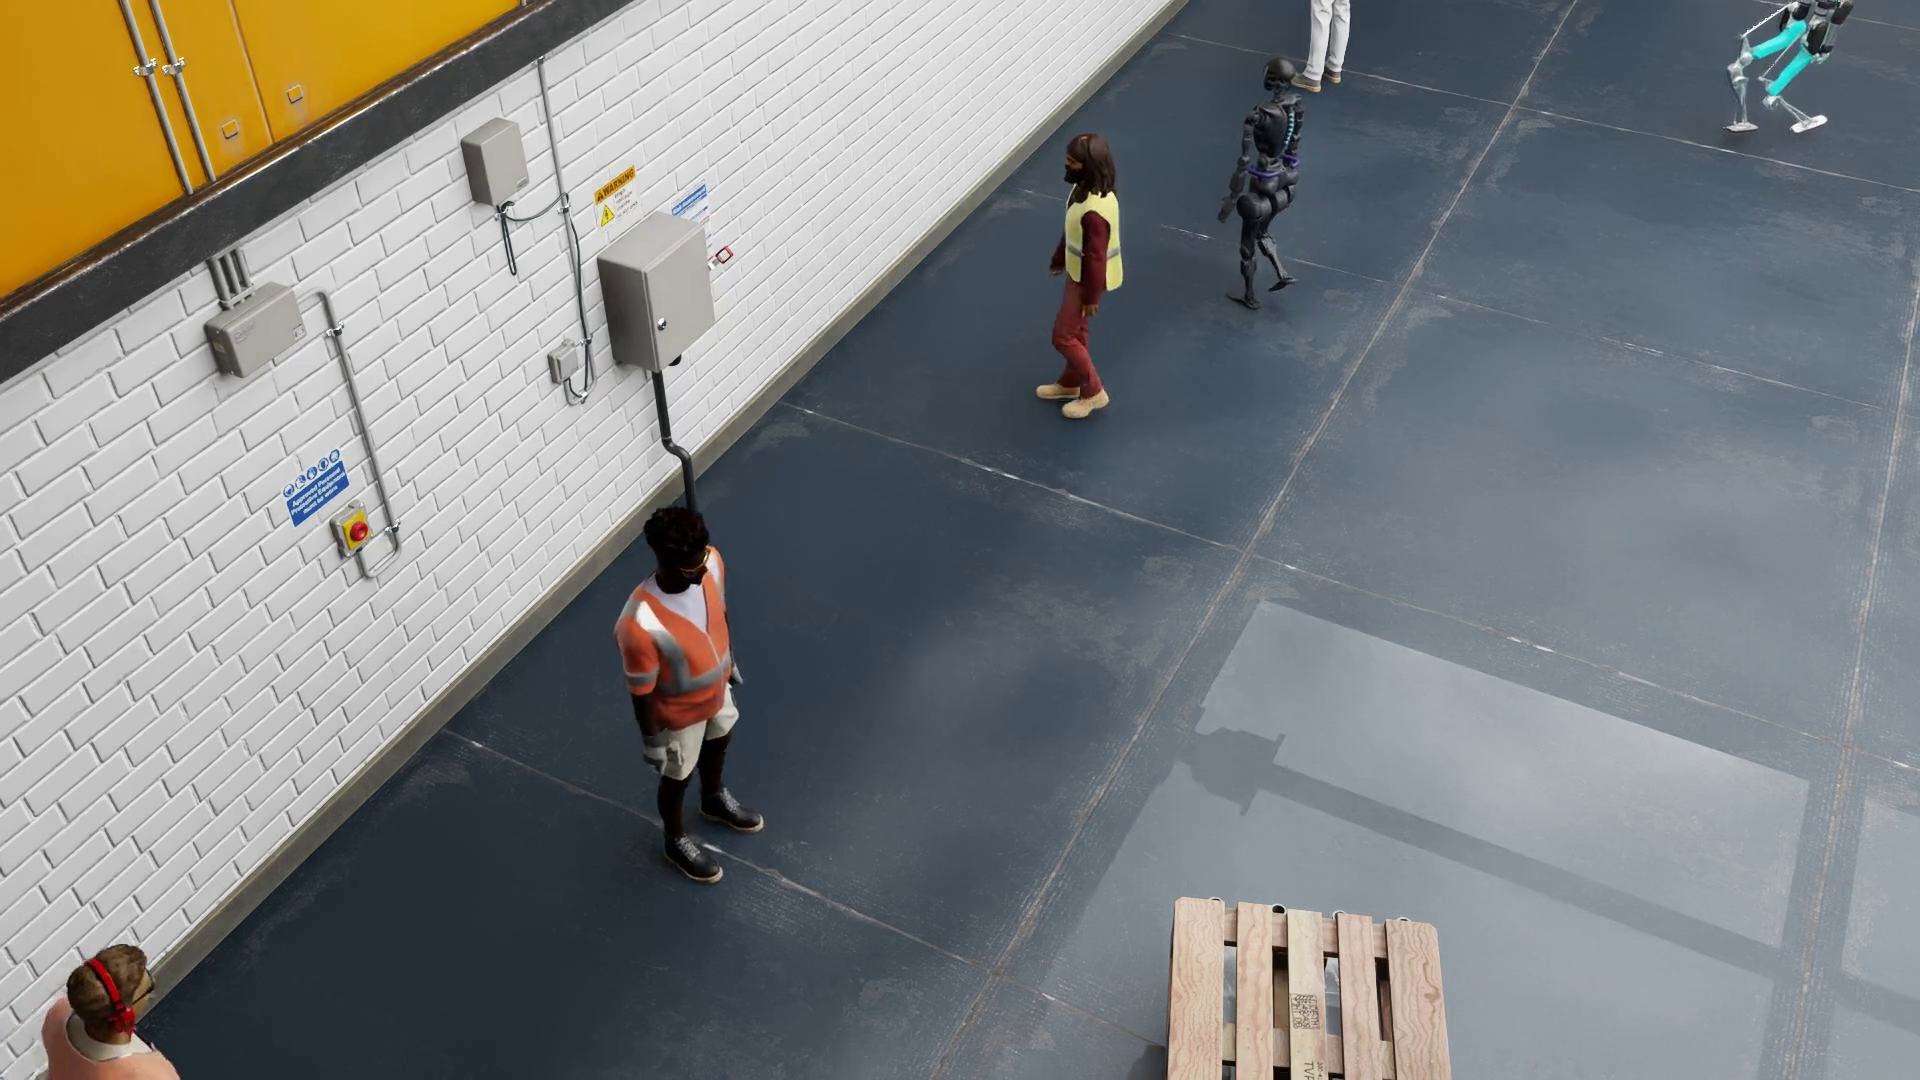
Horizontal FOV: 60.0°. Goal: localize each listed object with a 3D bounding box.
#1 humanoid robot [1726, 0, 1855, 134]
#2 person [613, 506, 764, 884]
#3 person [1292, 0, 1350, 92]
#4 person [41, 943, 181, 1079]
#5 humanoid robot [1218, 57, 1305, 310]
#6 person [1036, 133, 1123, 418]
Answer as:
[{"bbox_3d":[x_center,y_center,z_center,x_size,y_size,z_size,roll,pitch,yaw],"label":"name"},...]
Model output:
[{"bbox_3d":[5.978,-3.645,11.934,1.012,1.736,0.547,-9,42,-10],"label":"humanoid robot"},{"bbox_3d":[-1.105,0.632,6.816,0.379,1.957,0.619,20,45,21],"label":"person"},{"bbox_3d":[2.844,-4.358,12.655,0.582,1.882,0.349,-27,48,-28],"label":"person"},{"bbox_3d":[-2.583,1.959,5.405,0.556,1.778,0.937,33,50,32],"label":"person"},{"bbox_3d":[1.910,-2.167,10.277,0.586,1.647,0.424,-30,49,-30],"label":"humanoid robot"},{"bbox_3d":[0.696,-1.493,9.429,0.447,1.761,0.503,0,41,0],"label":"person"}]
